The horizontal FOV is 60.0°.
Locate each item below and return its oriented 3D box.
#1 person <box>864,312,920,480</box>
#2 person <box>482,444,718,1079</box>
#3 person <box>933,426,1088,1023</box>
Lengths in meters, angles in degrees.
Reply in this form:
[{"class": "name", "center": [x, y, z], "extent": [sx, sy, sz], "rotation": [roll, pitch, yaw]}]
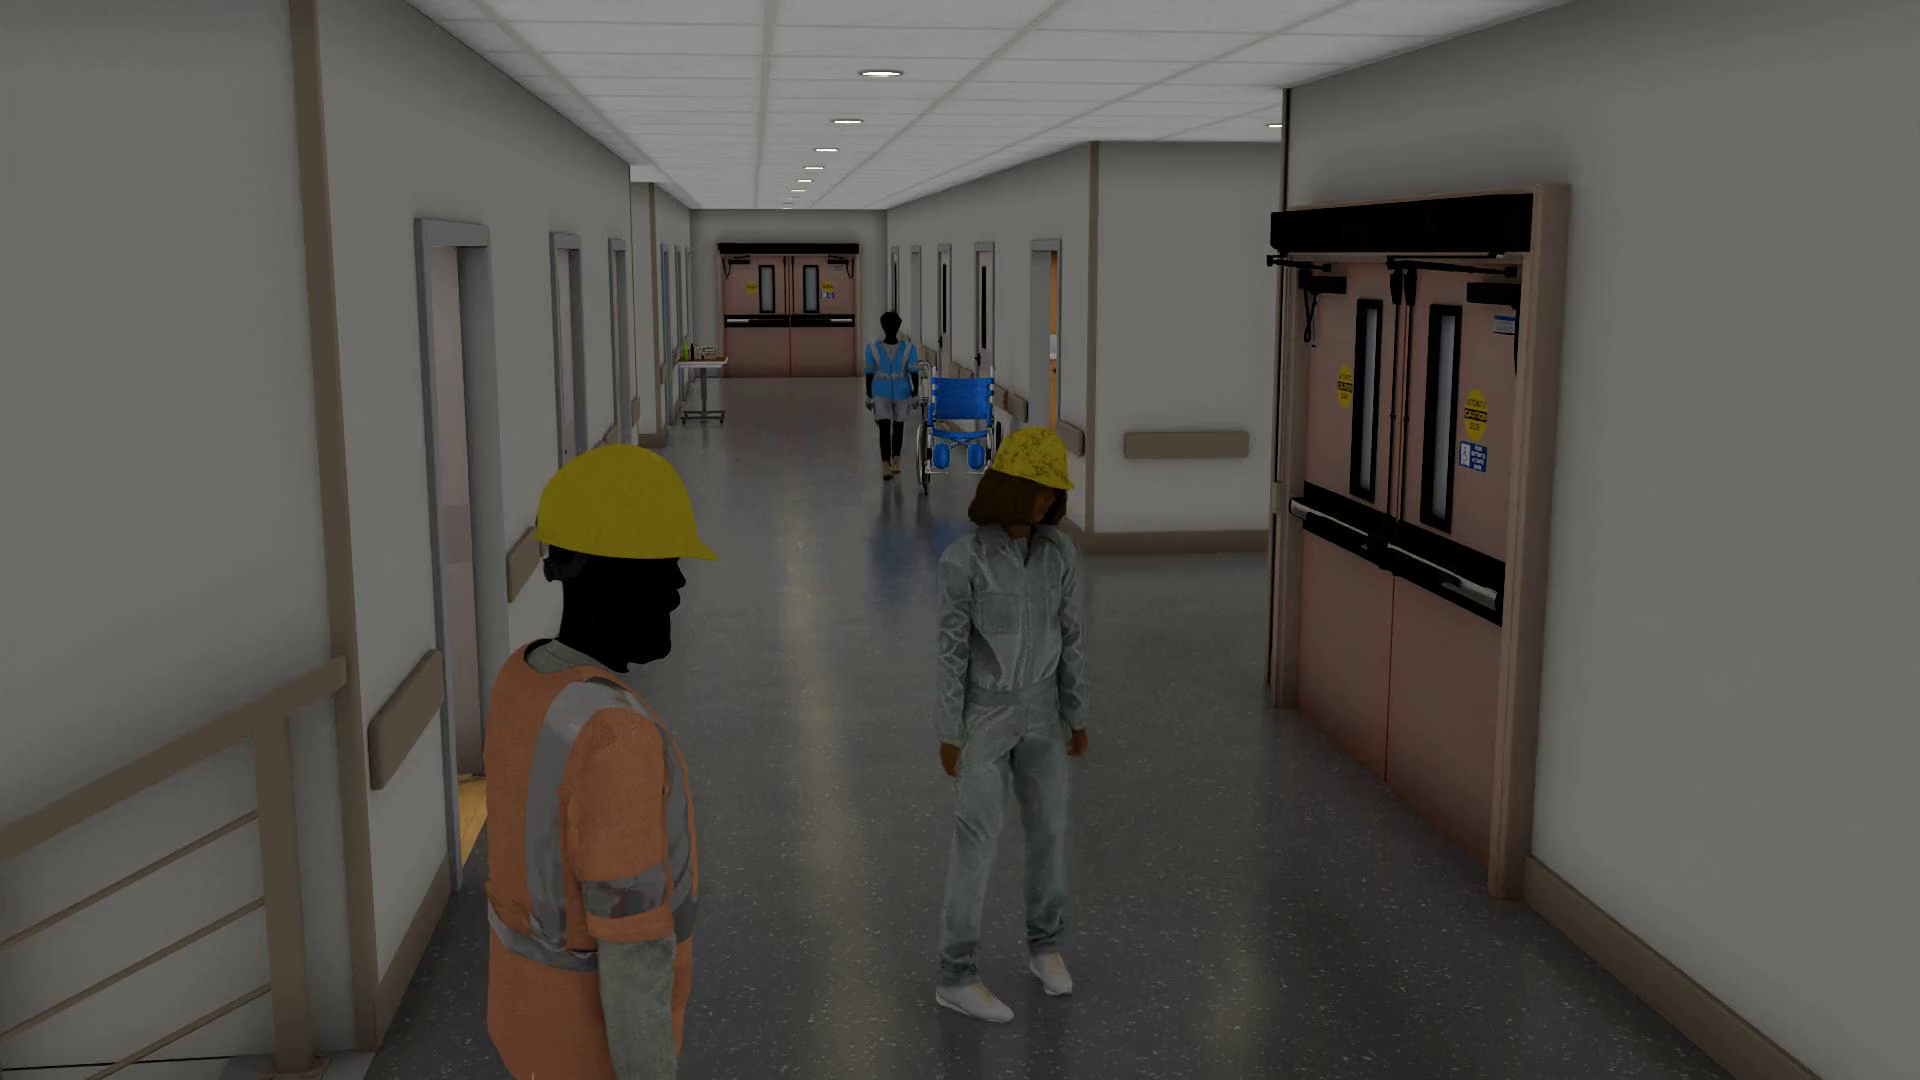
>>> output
[{"class": "person", "center": [-0.673, -1.445, 16.579], "extent": [0.547, 1.648, 0.867], "rotation": [-1, 10, -6]}, {"class": "person", "center": [-0.568, 0.800, 2.741], "extent": [0.394, 1.918, 0.585], "rotation": [-5, 11, -27]}, {"class": "person", "center": [0.153, 0.529, 4.862], "extent": [0.516, 1.730, 0.347], "rotation": [-7, 12, -36]}]
